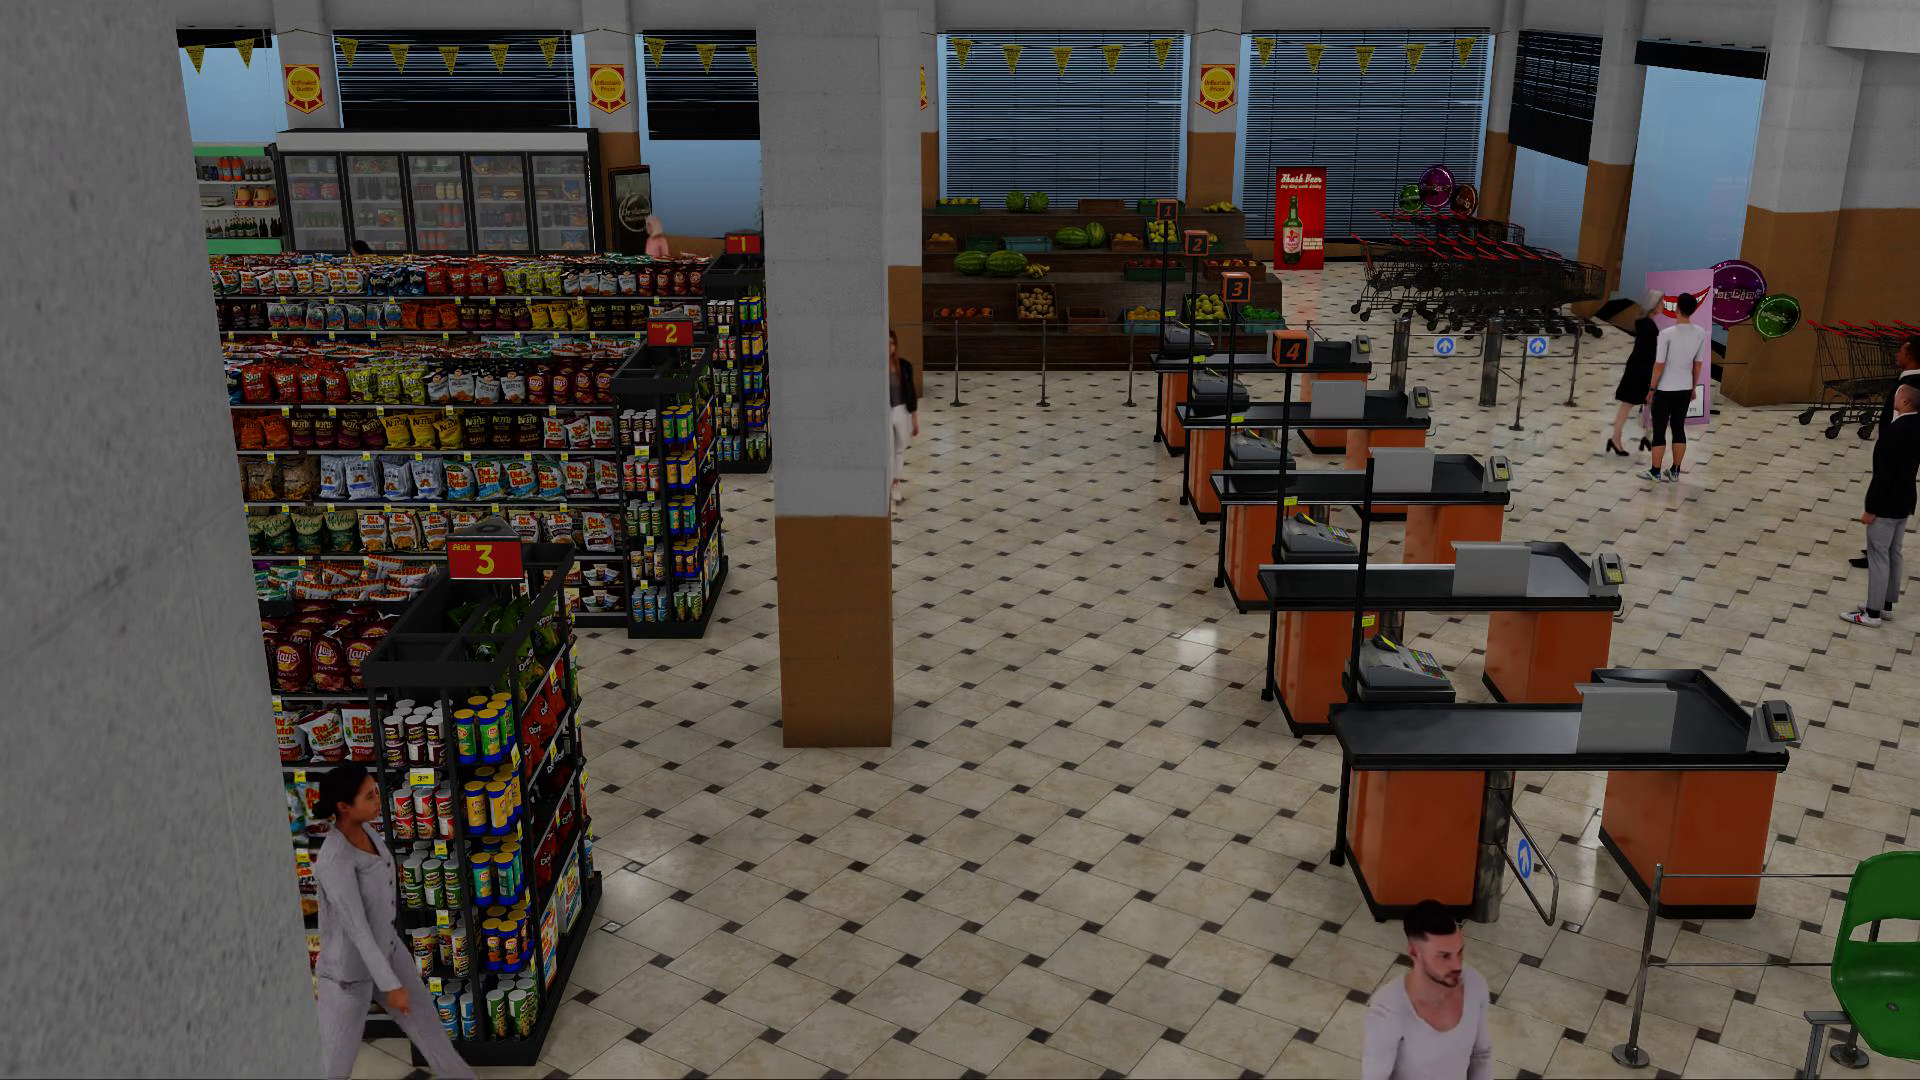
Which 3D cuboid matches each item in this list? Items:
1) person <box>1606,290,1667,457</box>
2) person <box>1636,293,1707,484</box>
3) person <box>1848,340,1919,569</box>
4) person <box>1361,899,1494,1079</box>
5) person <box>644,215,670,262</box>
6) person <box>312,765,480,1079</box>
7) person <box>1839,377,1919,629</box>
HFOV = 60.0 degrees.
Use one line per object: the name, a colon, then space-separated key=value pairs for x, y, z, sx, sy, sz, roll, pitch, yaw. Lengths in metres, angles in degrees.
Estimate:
person: x=6.841 y=-1.692 z=16.955 sx=0.866 sy=1.730 sz=0.755 roll=8 pitch=20 yaw=21
person: x=6.922 y=-1.476 z=16.125 sx=0.565 sy=1.852 sz=0.776 roll=-4 pitch=19 yaw=-10
person: x=7.749 y=-0.701 z=13.720 sx=0.827 sy=1.919 sz=0.769 roll=17 pitch=25 yaw=42
person: x=1.562 y=2.024 z=5.798 sx=1.145 sy=1.817 sz=1.101 roll=-11 pitch=22 yaw=-30
person: x=-3.984 y=-3.522 z=22.458 sx=1.158 sy=1.681 sz=1.016 roll=-13 pitch=23 yaw=-34
person: x=-2.542 y=1.746 z=6.818 sx=1.102 sy=1.692 sz=0.650 roll=1 pitch=19 yaw=2
person: x=7.015 y=-0.307 z=12.504 sx=0.761 sy=1.950 sz=0.860 roll=-14 pitch=23 yaw=-35
